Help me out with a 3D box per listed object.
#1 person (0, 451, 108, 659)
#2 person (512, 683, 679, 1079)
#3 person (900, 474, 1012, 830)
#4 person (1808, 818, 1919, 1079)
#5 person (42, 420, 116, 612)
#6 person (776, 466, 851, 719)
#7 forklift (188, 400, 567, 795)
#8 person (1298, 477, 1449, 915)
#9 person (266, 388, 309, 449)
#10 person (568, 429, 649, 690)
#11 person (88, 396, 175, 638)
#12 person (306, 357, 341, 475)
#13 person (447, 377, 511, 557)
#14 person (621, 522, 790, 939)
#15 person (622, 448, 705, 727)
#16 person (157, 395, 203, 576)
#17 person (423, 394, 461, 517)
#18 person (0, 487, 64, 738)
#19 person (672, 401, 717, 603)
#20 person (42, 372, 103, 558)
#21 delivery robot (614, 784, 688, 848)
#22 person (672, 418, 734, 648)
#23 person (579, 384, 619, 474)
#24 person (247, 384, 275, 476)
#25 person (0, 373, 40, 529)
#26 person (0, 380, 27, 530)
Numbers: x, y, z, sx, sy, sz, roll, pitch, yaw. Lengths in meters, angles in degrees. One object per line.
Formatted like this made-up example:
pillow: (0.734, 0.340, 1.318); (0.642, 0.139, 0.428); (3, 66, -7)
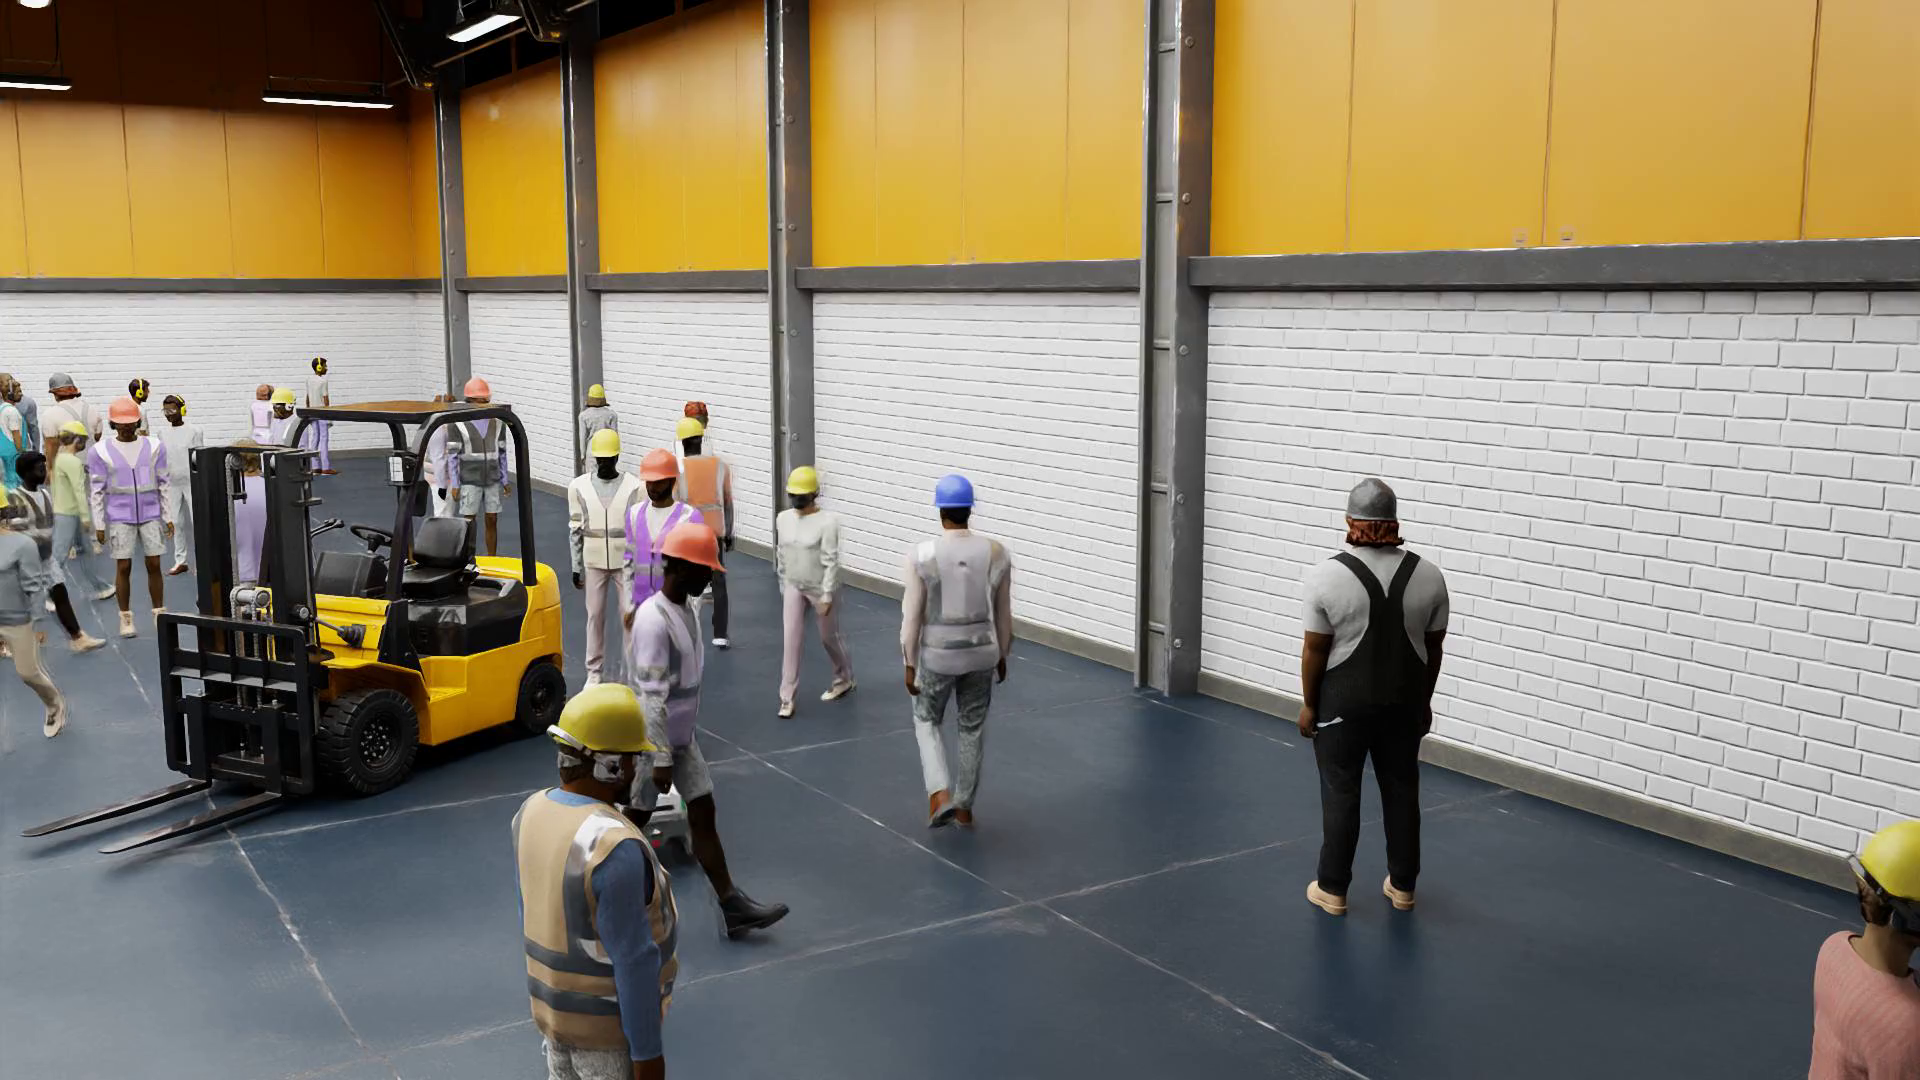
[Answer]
person: (-7.273, 0.124, 13.065); (0.888, 1.647, 0.546); (1, 8, 6)
person: (-0.981, 1.297, 4.596); (0.403, 1.823, 0.588); (-8, 11, -41)
person: (-0.014, 0.615, 8.834); (0.633, 1.926, 0.468); (-2, 9, -14)
person: (2.026, 1.465, 3.687); (0.345, 1.758, 0.532); (2, 9, 11)
person: (-8.110, -0.228, 15.257); (0.818, 1.735, 0.580); (-7, 11, -38)
person: (-1.027, 0.325, 11.486); (0.527, 1.719, 0.844); (4, 9, 23)
forklift: (-3.529, 0.258, 10.348); (1.214, 2.155, 2.313); (4, 9, 25)
person: (1.883, 0.717, 7.769); (0.684, 2.000, 0.535); (-1, 8, -7)
person: (-7.512, -0.781, 18.563); (0.586, 1.833, 0.403); (6, 10, 34)
person: (-2.525, 0.152, 12.013); (0.584, 1.918, 0.407); (-1, 8, -4)
person: (-6.916, -0.188, 13.921); (0.612, 2.030, 0.403); (-6, 11, -37)
person: (-10.158, -1.960, 26.413); (0.521, 1.864, 0.336); (5, 10, 33)
person: (-4.791, -0.601, 16.634); (0.615, 2.044, 0.369); (-7, 11, -37)
person: (-1.236, 0.861, 7.353); (0.957, 1.869, 0.585); (2, 9, 12)
person: (-1.840, 0.395, 10.285); (0.544, 1.939, 0.353); (3, 9, 17)
person: (-7.924, -0.554, 16.957); (0.510, 1.861, 0.324); (1, 8, 4)
person: (-5.393, -0.614, 17.448); (0.430, 1.840, 0.633); (-2, 9, -11)
person: (-5.936, 0.497, 10.387); (0.531, 1.765, 0.811); (0, 8, -1)
person: (-2.444, -0.355, 15.527); (0.355, 1.882, 0.576); (-8, 12, -43)
person: (-9.745, -0.825, 18.164); (0.536, 2.000, 0.676); (3, 9, 22)
delivery robot: (-1.625, 1.304, 8.486); (0.477, 0.478, 0.707); (-4, 9, -23)
person: (-2.157, -0.076, 13.709); (0.625, 1.855, 1.035); (-5, 10, -29)
person: (-4.524, -1.080, 20.876); (0.484, 1.746, 0.287); (-2, 9, -13)
person: (-9.577, -1.333, 22.960); (0.516, 1.632, 0.313); (1, 9, 10)
person: (-11.534, -1.072, 20.222); (0.641, 1.927, 0.386); (-6, 10, -33)
person: (-11.361, -1.000, 19.996); (0.513, 1.845, 0.336); (8, 11, 42)
